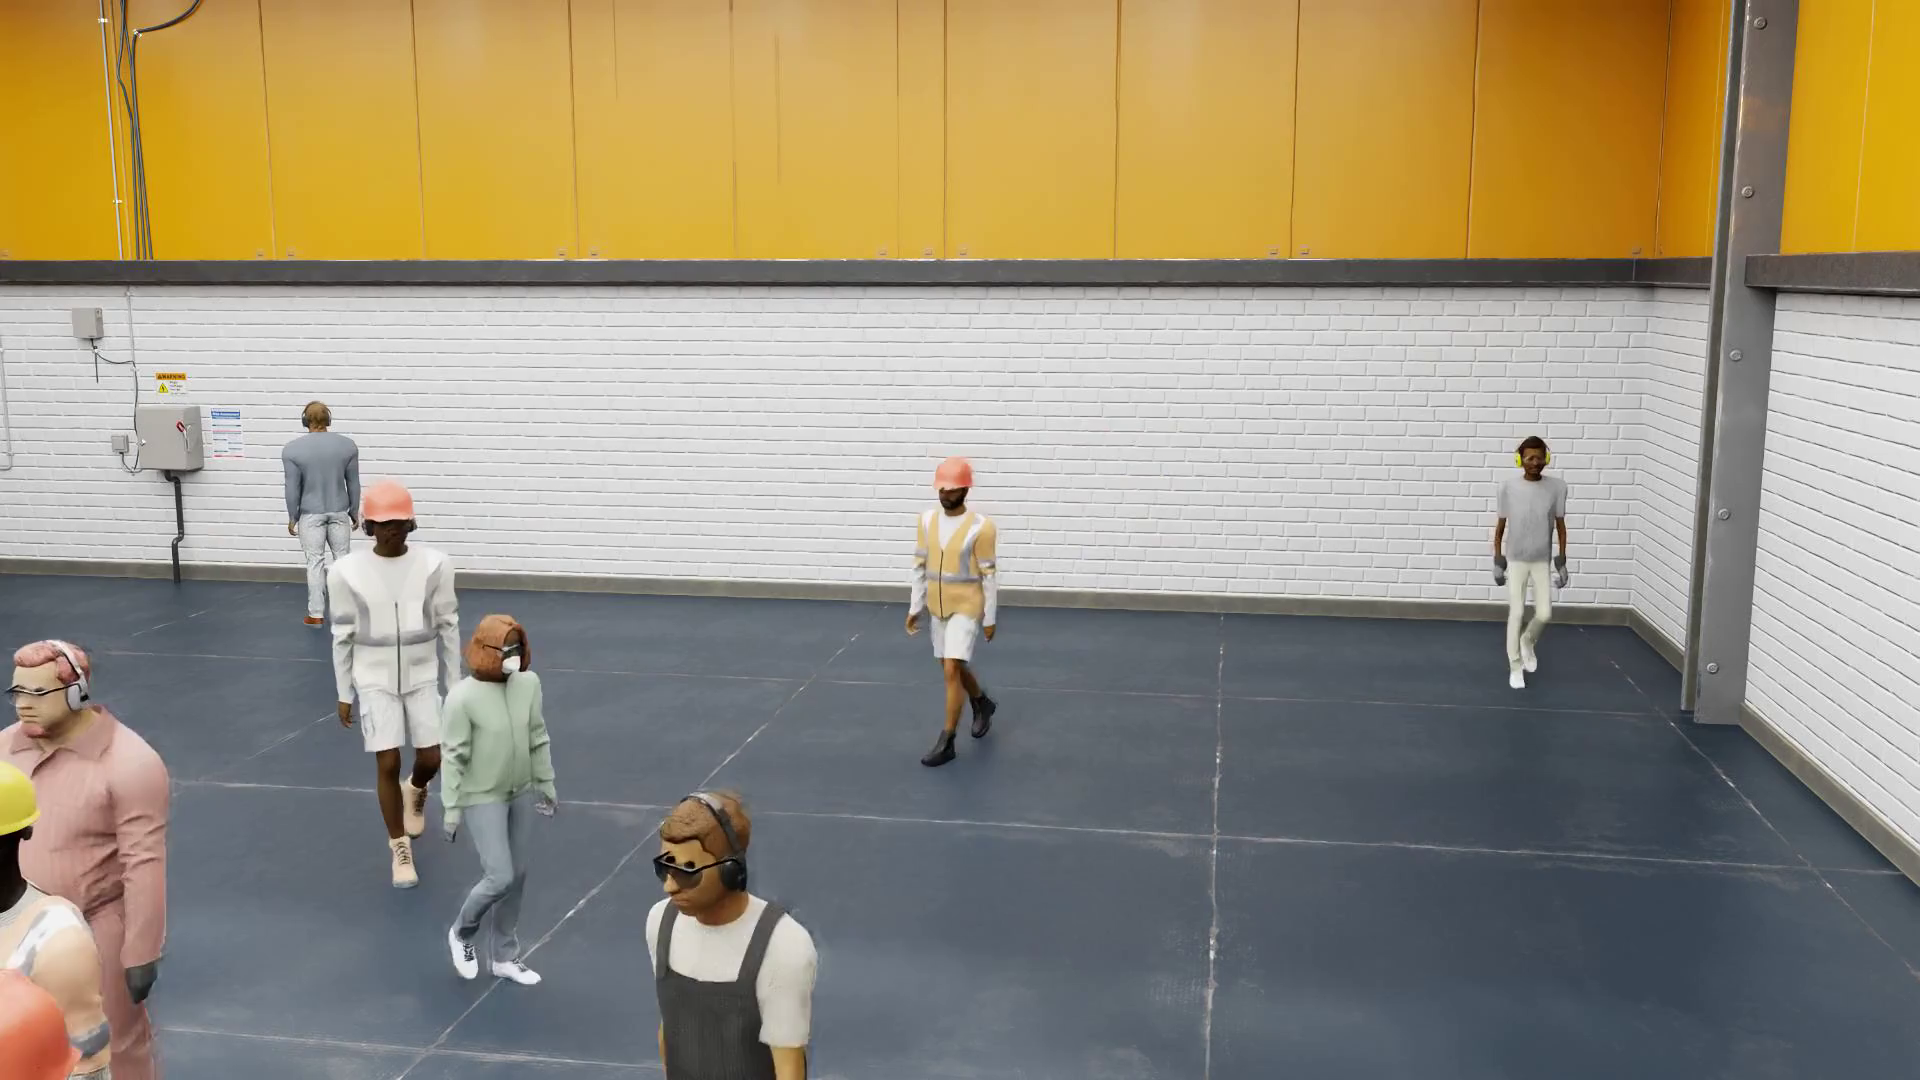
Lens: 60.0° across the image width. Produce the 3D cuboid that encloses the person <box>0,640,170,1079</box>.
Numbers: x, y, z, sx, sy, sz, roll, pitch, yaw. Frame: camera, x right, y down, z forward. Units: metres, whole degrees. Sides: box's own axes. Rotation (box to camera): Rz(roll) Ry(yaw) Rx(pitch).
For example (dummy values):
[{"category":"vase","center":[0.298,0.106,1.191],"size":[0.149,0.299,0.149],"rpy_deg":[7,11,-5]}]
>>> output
[{"category":"person","center":[-2.816,1.251,5.223],"size":[0.671,1.892,0.508],"rpy_deg":[2,9,13]}]

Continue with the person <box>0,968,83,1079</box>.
[{"category":"person","center":[-1.560,1.631,2.833],"size":[0.567,1.905,0.833],"rpy_deg":[0,9,-2]}]

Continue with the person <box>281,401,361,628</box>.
[{"category":"person","center":[-5.416,-0.217,14.149],"size":[0.631,1.940,0.372],"rpy_deg":[-7,11,-36]}]

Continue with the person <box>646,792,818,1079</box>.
[{"category":"person","center":[-0.594,1.495,3.980],"size":[0.503,1.817,0.718],"rpy_deg":[4,10,24]}]

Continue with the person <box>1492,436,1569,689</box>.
[{"category":"person","center":[4.171,0.148,12.162],"size":[0.543,1.854,0.480],"rpy_deg":[2,9,10]}]

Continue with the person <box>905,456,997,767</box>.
[{"category":"person","center":[0.012,0.402,10.463],"size":[0.548,1.907,0.910],"rpy_deg":[7,11,35]}]

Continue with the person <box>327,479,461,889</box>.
[{"category":"person","center":[-2.830,0.681,8.361],"size":[0.613,2.026,0.690],"rpy_deg":[-4,10,-25]}]

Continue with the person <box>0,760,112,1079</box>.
[{"category":"person","center":[-2.236,1.442,3.946],"size":[0.585,1.929,0.377],"rpy_deg":[6,11,35]}]

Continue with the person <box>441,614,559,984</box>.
[{"category":"person","center":[-1.936,1.100,7.010],"size":[0.359,1.618,0.526],"rpy_deg":[5,11,29]}]
